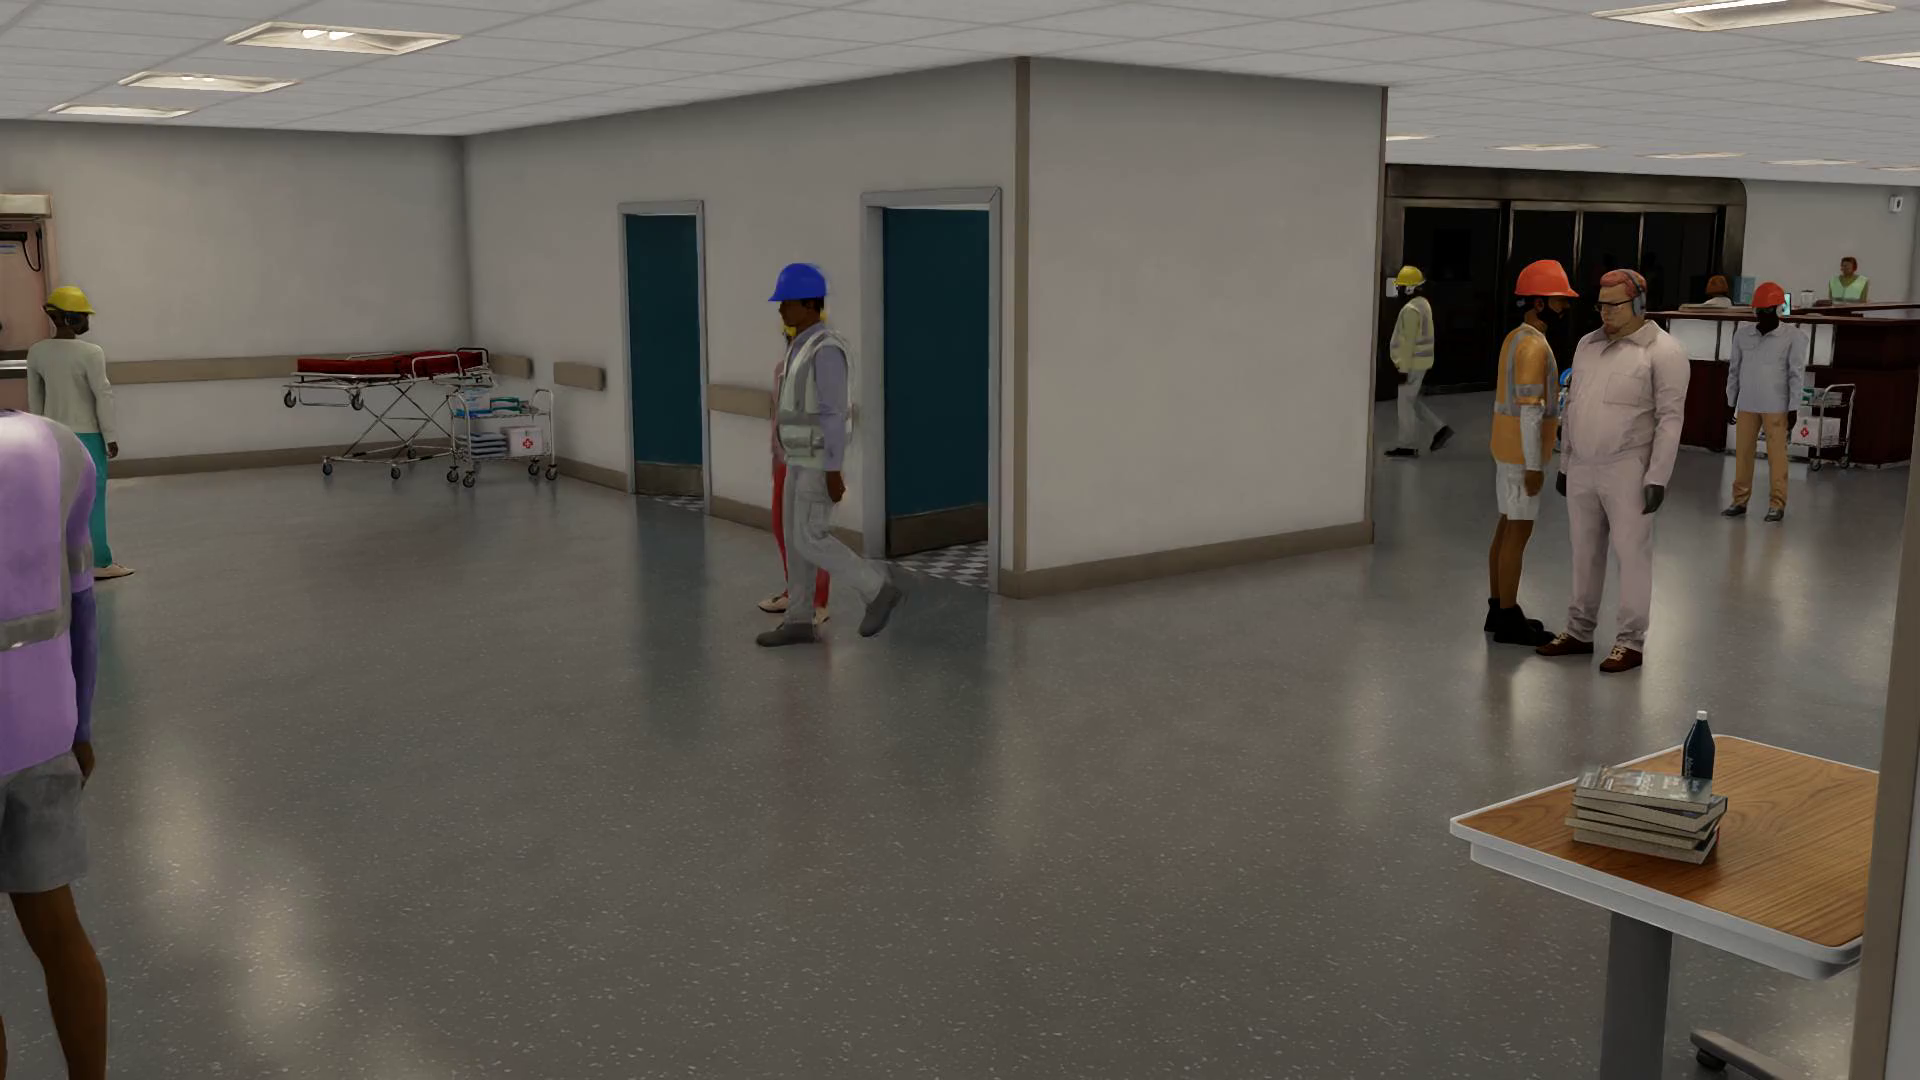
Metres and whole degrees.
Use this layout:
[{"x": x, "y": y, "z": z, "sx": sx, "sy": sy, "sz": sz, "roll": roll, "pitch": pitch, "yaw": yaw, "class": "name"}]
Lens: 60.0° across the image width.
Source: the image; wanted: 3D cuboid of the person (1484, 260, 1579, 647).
[{"x": 2.890, "y": -0.441, "z": 8.442, "sx": 0.375, "sy": 1.939, "sz": 0.546, "roll": 2, "pitch": 10, "yaw": 11, "class": "person"}]

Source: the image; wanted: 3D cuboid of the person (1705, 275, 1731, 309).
[{"x": 9.183, "y": -2.400, "z": 20.274, "sx": 0.500, "sy": 1.633, "sz": 0.284, "roll": -8, "pitch": 13, "yaw": -37, "class": "person"}]

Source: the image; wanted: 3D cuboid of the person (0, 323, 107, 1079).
[{"x": -2.041, "y": 0.412, "z": 3.418, "sx": 0.410, "sy": 2.032, "sz": 0.609, "roll": 3, "pitch": 11, "yaw": 17, "class": "person"}]

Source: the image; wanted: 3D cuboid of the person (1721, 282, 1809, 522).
[{"x": 5.861, "y": -1.005, "z": 12.156, "sx": 0.361, "sy": 1.742, "sz": 0.563, "roll": -8, "pitch": 13, "yaw": -37, "class": "person"}]

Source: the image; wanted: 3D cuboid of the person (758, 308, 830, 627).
[{"x": -0.842, "y": -0.391, "z": 8.769, "sx": 0.341, "sy": 1.731, "sz": 0.615, "roll": -8, "pitch": 13, "yaw": -37, "class": "person"}]

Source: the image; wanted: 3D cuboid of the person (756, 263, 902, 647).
[{"x": -0.690, "y": -0.411, "z": 8.300, "sx": 0.624, "sy": 1.928, "sz": 0.625, "roll": -3, "pitch": 11, "yaw": -18, "class": "person"}]

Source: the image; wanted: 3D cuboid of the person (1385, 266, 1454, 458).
[{"x": 4.310, "y": -1.665, "z": 15.651, "sx": 0.555, "sy": 1.819, "sz": 0.605, "roll": 5, "pitch": 11, "yaw": 24, "class": "person"}]

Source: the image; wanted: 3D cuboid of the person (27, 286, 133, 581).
[{"x": -5.316, "y": -0.636, "z": 10.019, "sx": 0.533, "sy": 1.765, "sz": 0.321, "roll": 2, "pitch": 10, "yaw": 11, "class": "person"}]

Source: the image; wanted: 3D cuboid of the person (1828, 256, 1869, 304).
[{"x": 13.368, "y": -3.357, "z": 25.079, "sx": 0.452, "sy": 1.829, "sz": 0.574, "roll": -9, "pitch": 14, "yaw": -43, "class": "person"}]

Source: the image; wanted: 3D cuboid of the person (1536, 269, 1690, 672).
[{"x": 3.095, "y": -0.330, "z": 7.927, "sx": 0.406, "sy": 1.903, "sz": 0.636, "roll": -5, "pitch": 11, "yaw": -28, "class": "person"}]
